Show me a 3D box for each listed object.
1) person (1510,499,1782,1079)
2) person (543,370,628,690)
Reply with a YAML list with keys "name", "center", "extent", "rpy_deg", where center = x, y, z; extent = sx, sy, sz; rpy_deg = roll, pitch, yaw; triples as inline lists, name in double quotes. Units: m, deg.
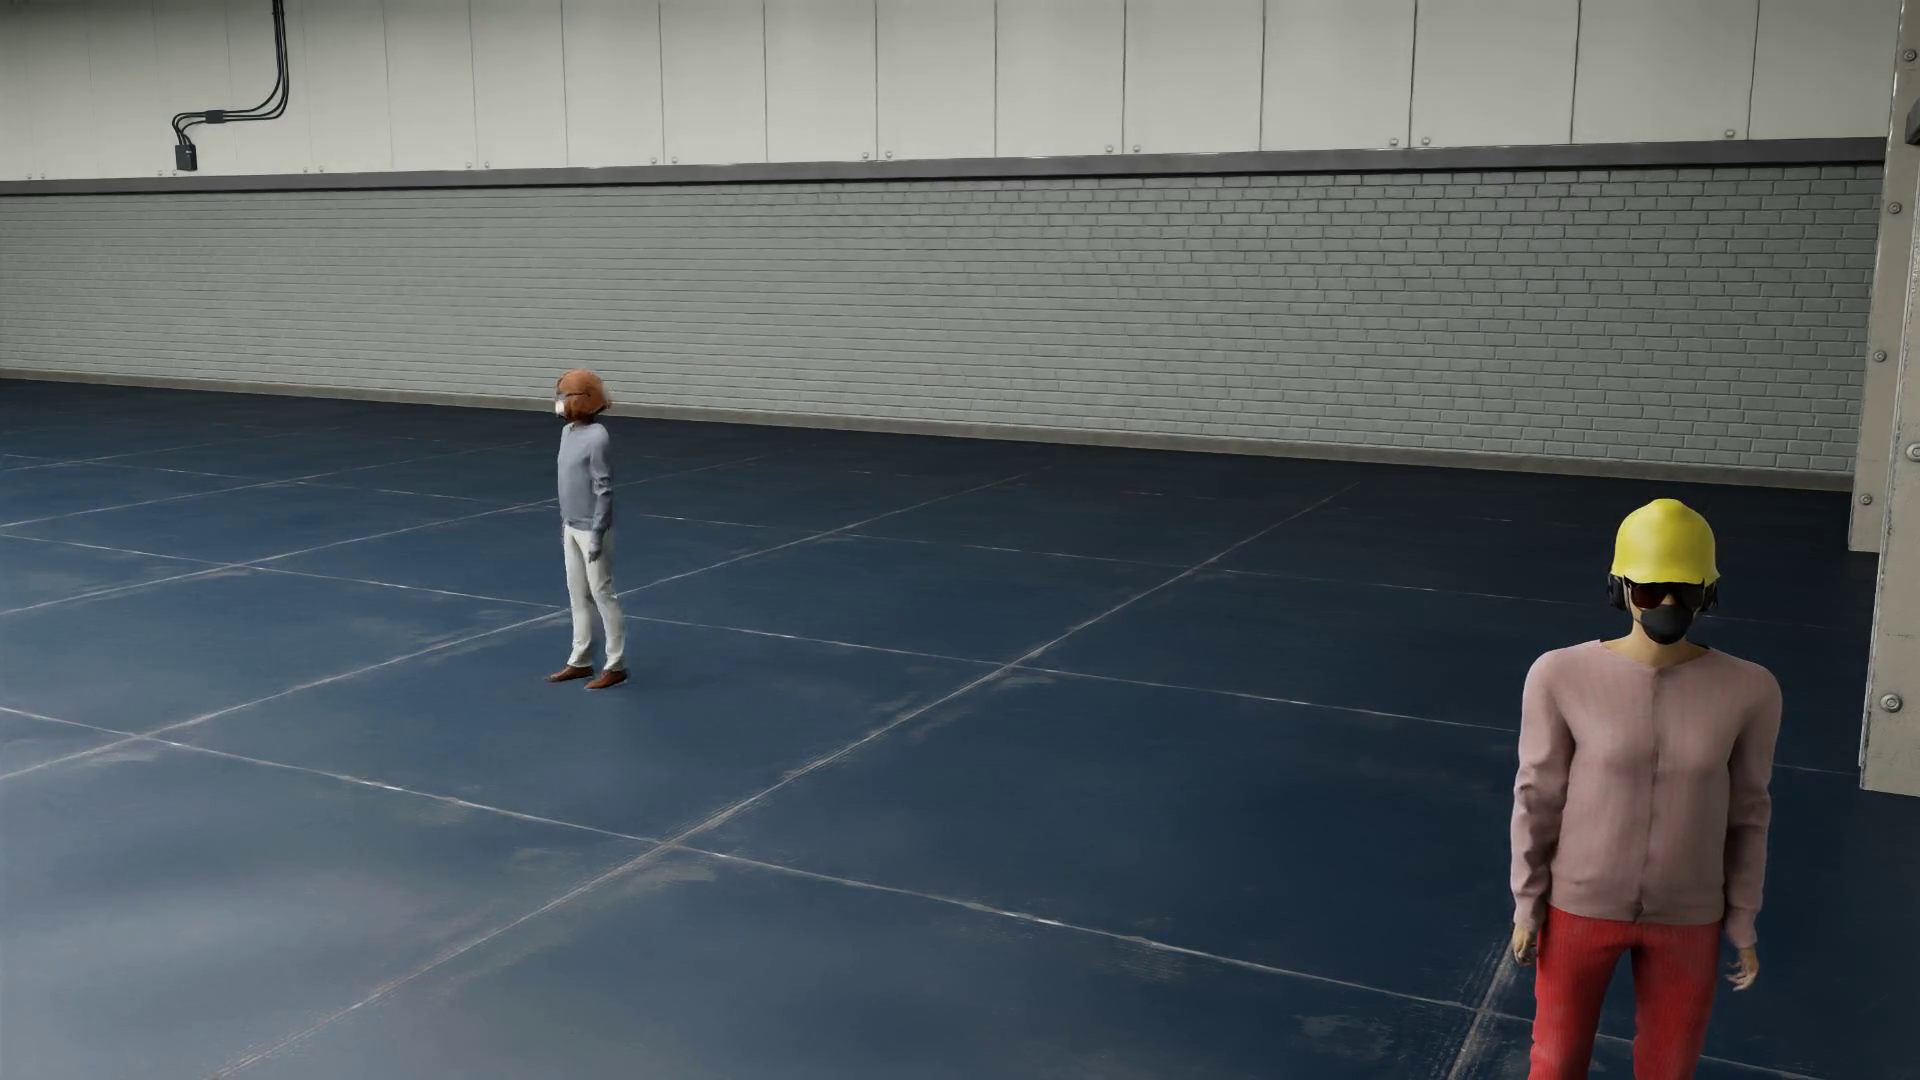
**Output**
- name: "person"
  center: [1.426, 0.785, 3.513]
  extent: [0.522, 1.769, 0.311]
  rpy_deg: [2, 11, 8]
- name: "person"
  center: [-1.917, -0.038, 8.438]
  extent: [0.463, 1.627, 0.508]
  rpy_deg: [-8, 13, -36]
